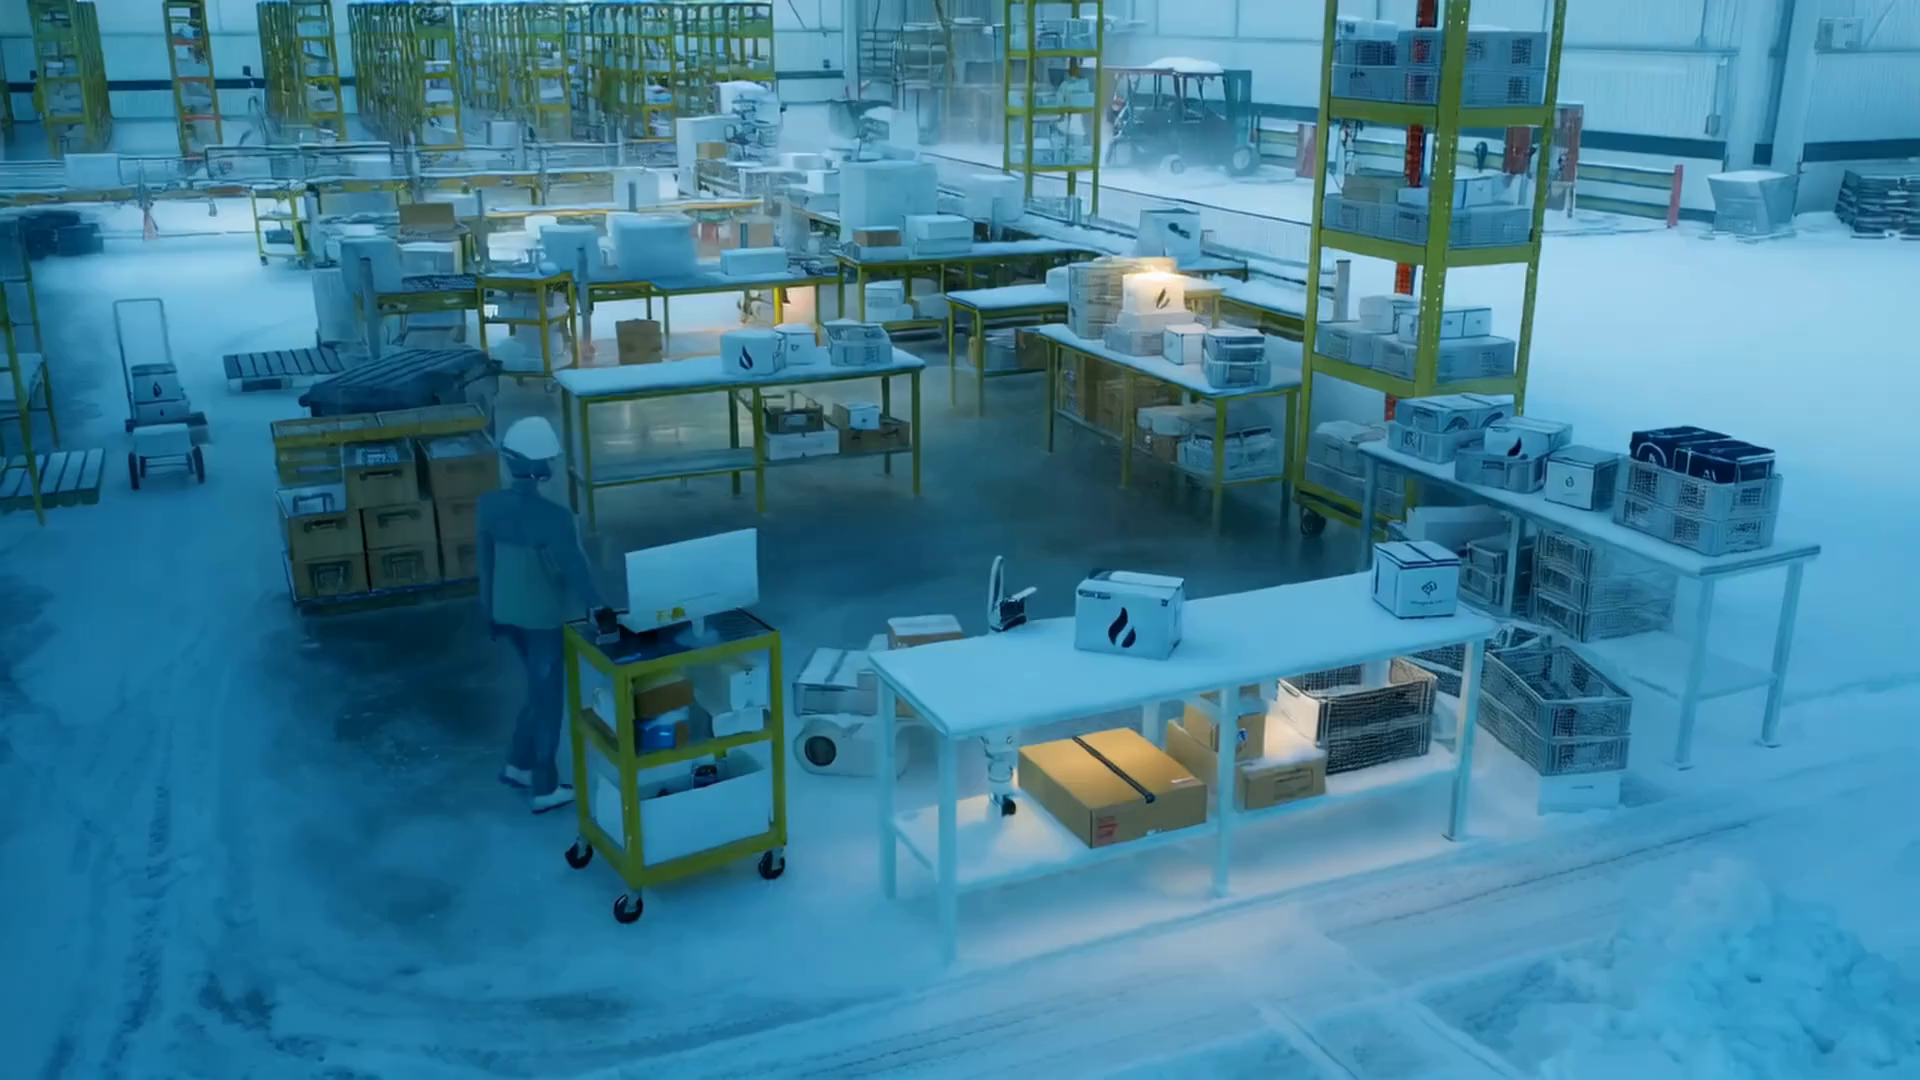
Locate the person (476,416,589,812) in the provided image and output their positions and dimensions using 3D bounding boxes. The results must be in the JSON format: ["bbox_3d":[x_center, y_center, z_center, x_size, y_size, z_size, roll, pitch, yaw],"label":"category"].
[{"bbox_3d":[-1.802,0.328,7.138,0.542,1.750,0.369,11,21,30],"label":"person"}]

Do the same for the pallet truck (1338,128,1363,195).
[{"bbox_3d":[7.845,-7.140,31.411,1.522,1.261,0.704,-9,20,-25],"label":"pallet truck"}]

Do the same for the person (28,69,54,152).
[{"bbox_3d":[-22.939,-10.718,41.533,0.379,1.996,0.611,-6,18,-17],"label":"person"}]

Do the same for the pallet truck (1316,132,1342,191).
[{"bbox_3d":[7.723,-7.504,32.656,1.601,1.201,0.680,-8,19,-23],"label":"pallet truck"}]

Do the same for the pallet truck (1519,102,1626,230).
[{"bbox_3d":[9.972,-6.037,26.785,1.885,1.965,0.823,-9,20,-25],"label":"pallet truck"}]

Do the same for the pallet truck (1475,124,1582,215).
[{"bbox_3d":[9.707,-6.455,28.103,1.885,1.965,0.823,-7,19,-20],"label":"pallet truck"}]

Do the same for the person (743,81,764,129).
[{"bbox_3d":[-4.849,-9.950,39.404,0.604,1.814,0.529,11,21,31],"label":"person"}]

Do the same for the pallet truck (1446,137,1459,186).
[{"bbox_3d":[9.184,-6.485,29.328,1.630,1.274,0.653,-8,19,-23],"label":"pallet truck"}]

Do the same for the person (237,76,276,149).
[{"bbox_3d":[-17.948,-10.834,42.194,0.845,1.822,0.581,-6,19,-19],"label":"person"}]

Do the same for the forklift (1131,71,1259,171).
[{"bbox_3d":[4.998,-8.936,35.413,2.680,1.987,1.157,-9,20,-25],"label":"forklift"}]

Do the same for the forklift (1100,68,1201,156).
[{"bbox_3d":[4.082,-9.564,37.410,2.680,1.987,1.157,-8,19,-23],"label":"forklift"}]
